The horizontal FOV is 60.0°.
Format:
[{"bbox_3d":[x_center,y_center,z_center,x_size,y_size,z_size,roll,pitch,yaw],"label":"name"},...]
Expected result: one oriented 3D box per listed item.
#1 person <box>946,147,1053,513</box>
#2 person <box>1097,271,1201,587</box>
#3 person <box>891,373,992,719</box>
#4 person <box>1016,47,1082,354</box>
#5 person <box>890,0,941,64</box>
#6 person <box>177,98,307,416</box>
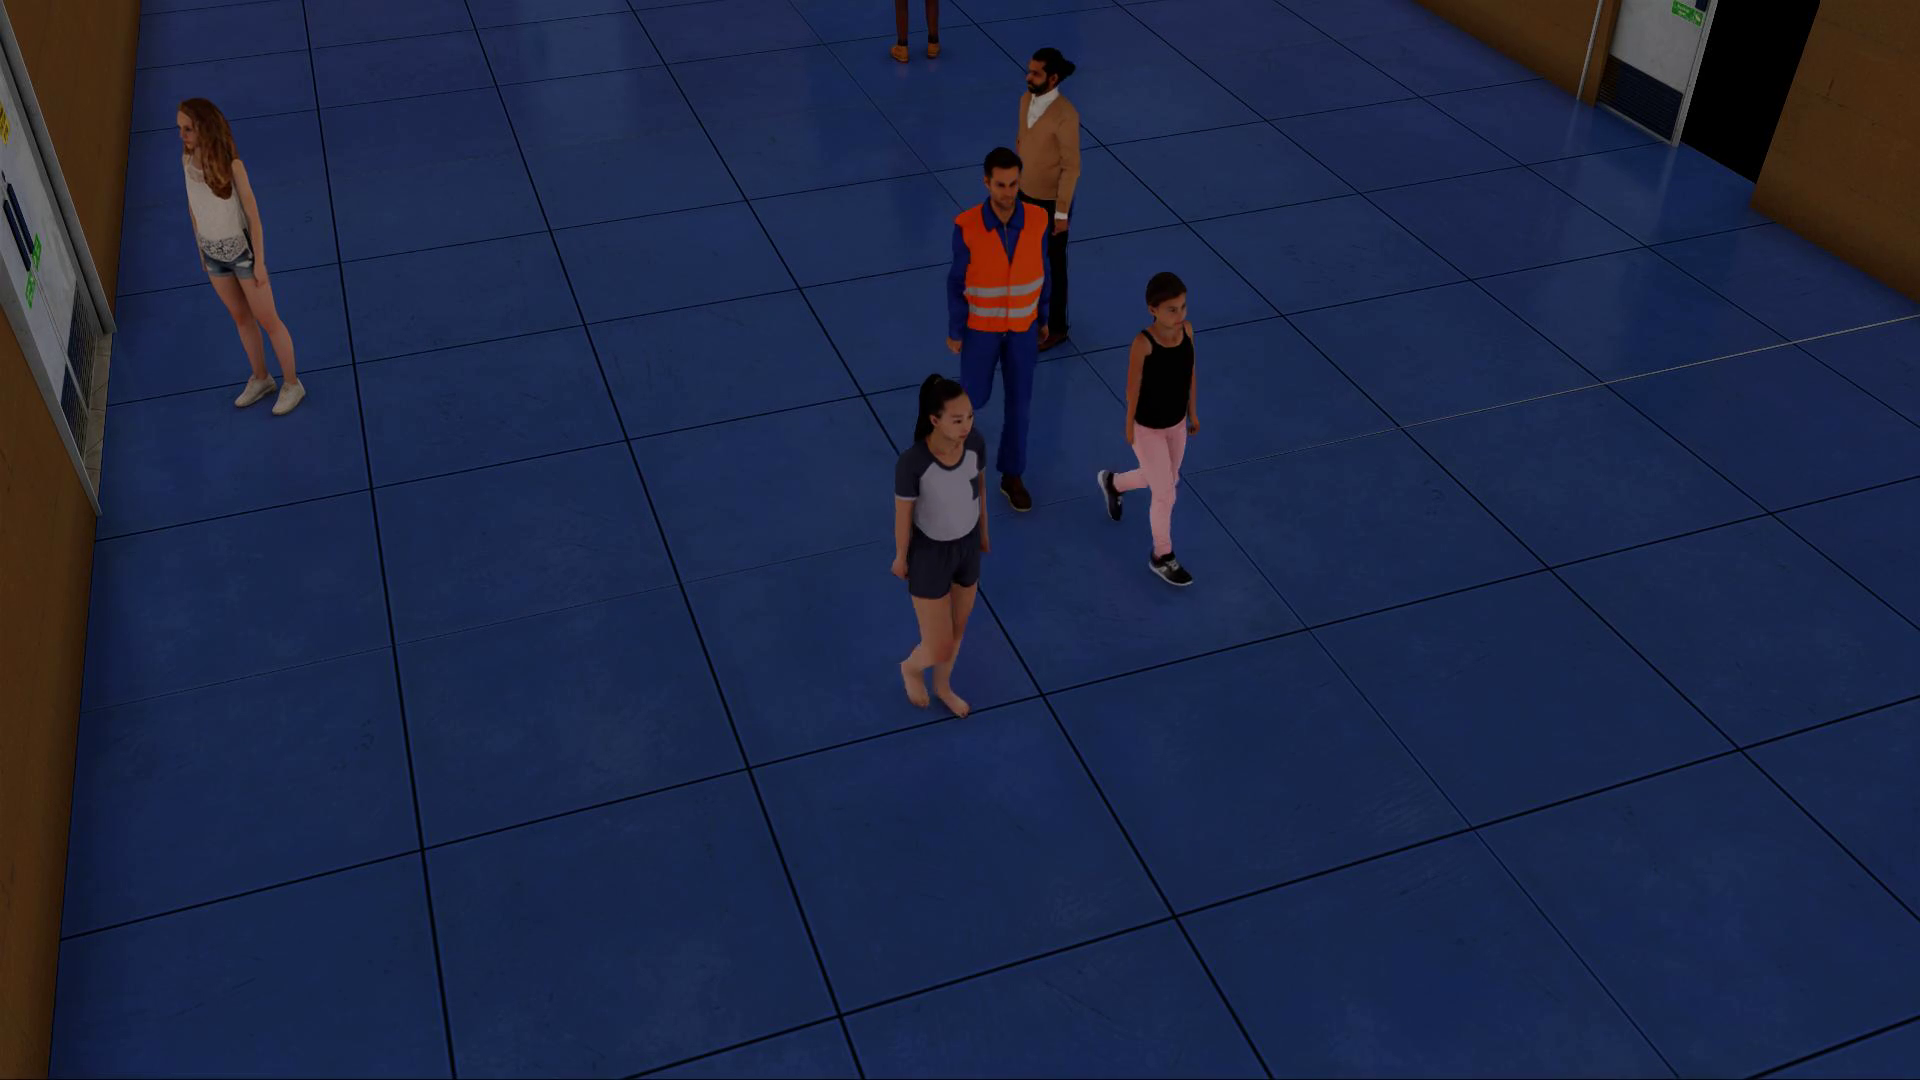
[{"bbox_3d":[0.166,-1.079,8.165,1.020,1.844,0.775,-11,38,-14],"label":"person"},{"bbox_3d":[0.883,-0.559,7.731,0.964,1.535,0.777,-24,43,-28],"label":"person"},{"bbox_3d":[-0.131,0.037,6.847,0.653,1.642,0.754,-27,45,-31],"label":"person"},{"bbox_3d":[0.485,-1.924,9.367,0.654,1.754,0.711,-21,42,-25],"label":"person"},{"bbox_3d":[-0.371,-4.609,12.966,0.556,1.728,0.695,-9,38,-11],"label":"person"},{"bbox_3d":[-3.815,-1.494,8.790,0.640,1.759,0.710,13,39,17],"label":"person"}]
